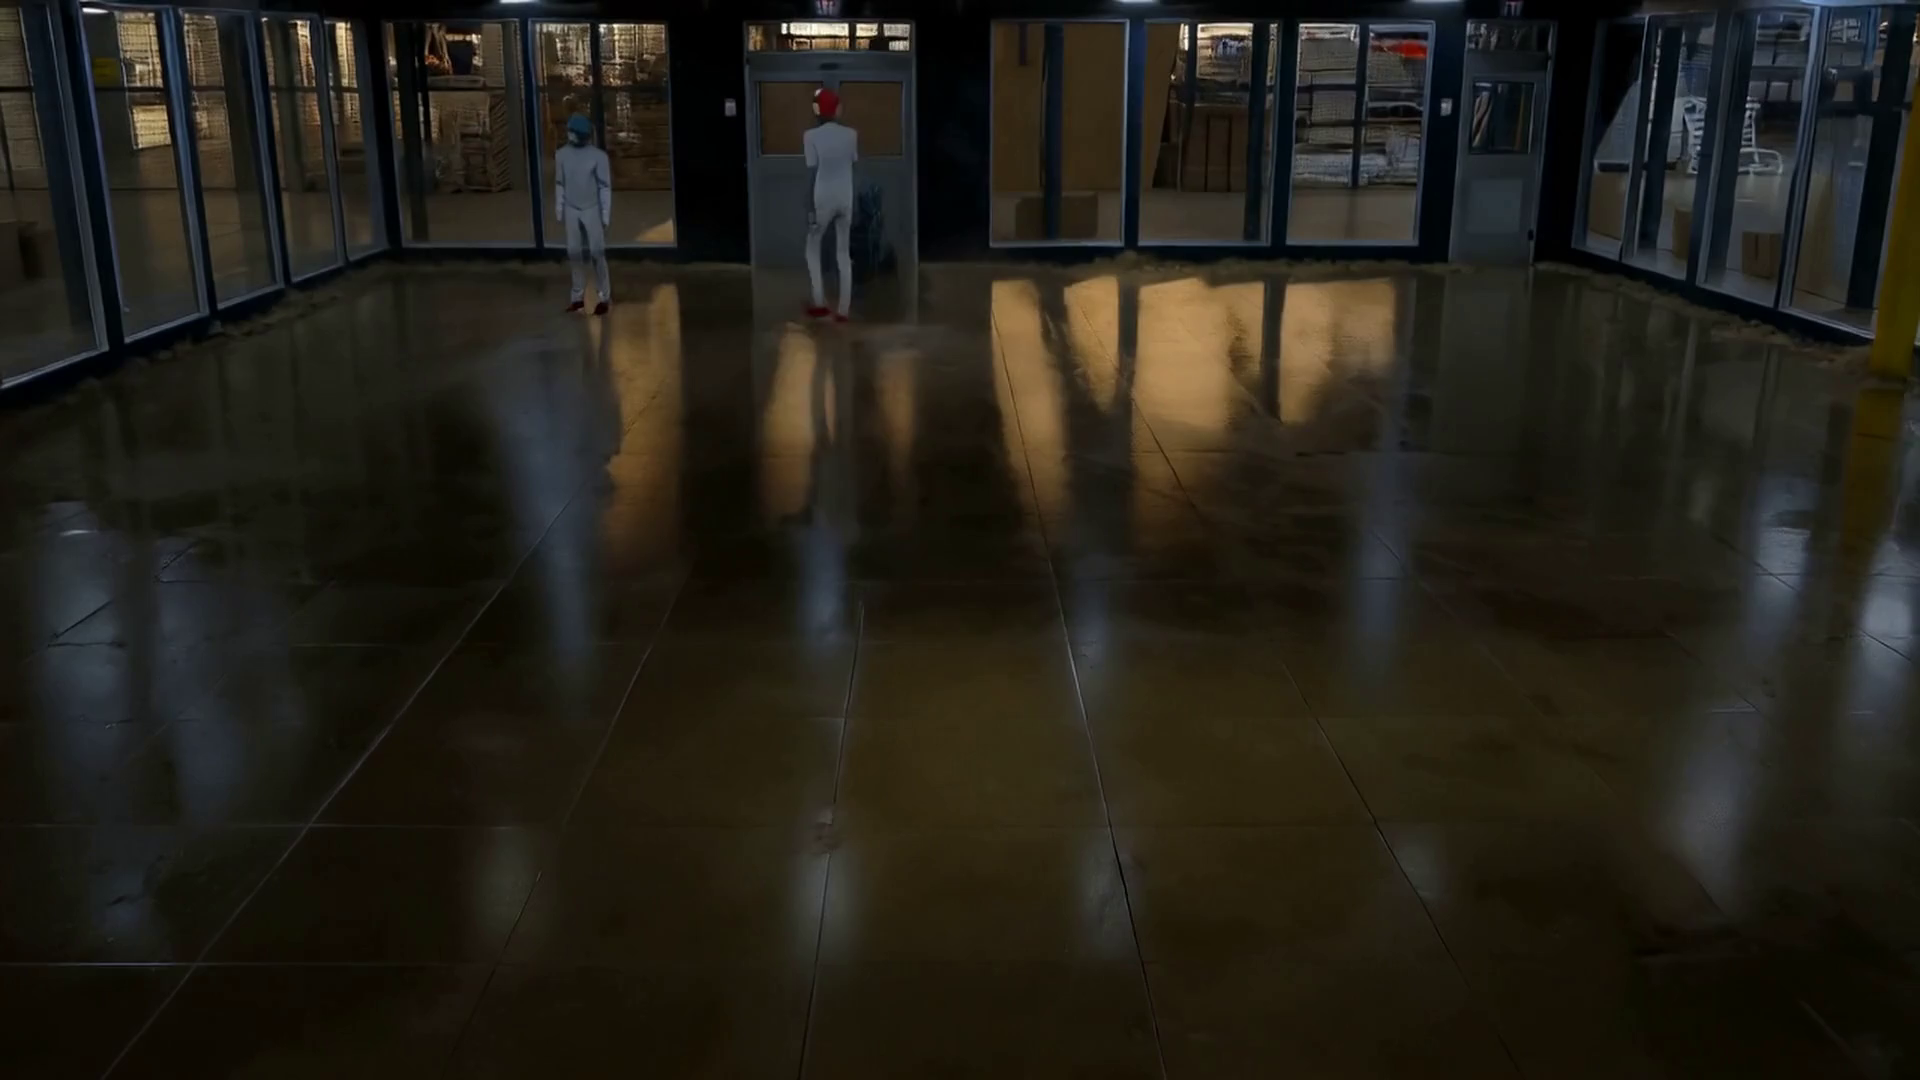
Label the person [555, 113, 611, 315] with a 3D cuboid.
[{"bbox_3d":[-3.094,-2.665,13.645,0.498,1.634,0.278,6,17,18],"label":"person"}]

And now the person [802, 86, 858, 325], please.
[{"bbox_3d":[-1.046,-2.652,13.239,0.522,1.851,0.642,-9,19,-27],"label":"person"}]
